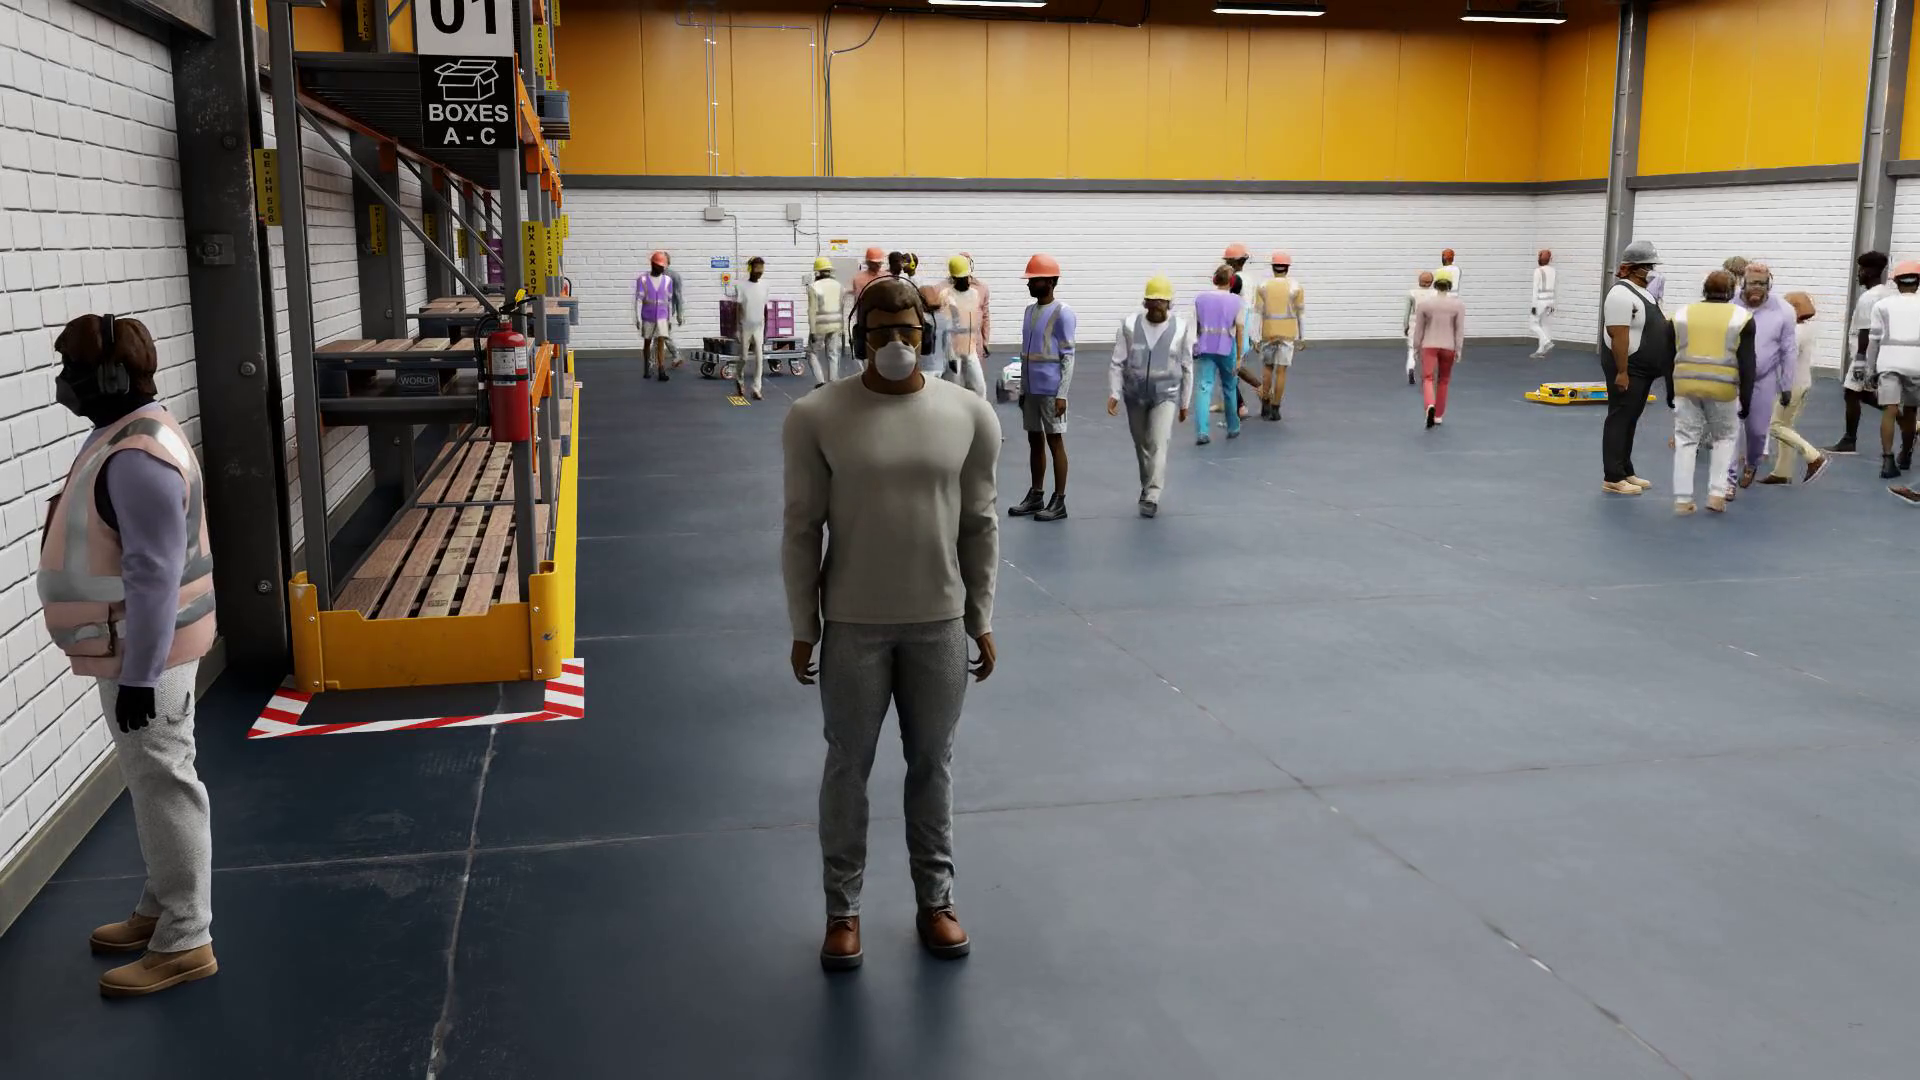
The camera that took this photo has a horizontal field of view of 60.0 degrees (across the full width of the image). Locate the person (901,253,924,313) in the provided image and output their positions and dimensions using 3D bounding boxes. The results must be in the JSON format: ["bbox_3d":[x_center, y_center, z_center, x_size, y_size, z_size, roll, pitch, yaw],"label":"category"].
[{"bbox_3d":[-0.659,-3.000,22.835,0.315,1.860,0.508,-2,10,-13],"label":"person"}]

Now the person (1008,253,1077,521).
[{"bbox_3d":[0.601,-1.108,12.130,0.358,1.938,0.542,-7,13,-35],"label":"person"}]

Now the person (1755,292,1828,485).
[{"bbox_3d":[6.903,-1.230,13.701,0.483,1.618,0.506,9,14,41],"label":"person"}]

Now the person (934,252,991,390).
[{"bbox_3d":[0.029,-2.126,17.858,0.651,1.907,0.409,-3,11,-18],"label":"person"}]

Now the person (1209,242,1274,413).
[{"bbox_3d":[3.289,-2.444,19.344,0.889,2.016,0.612,7,13,35],"label":"person"}]

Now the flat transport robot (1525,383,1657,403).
[{"bbox_3d":[7.928,-1.858,20.903,1.431,0.197,0.652,-2,10,-12],"label":"flat transport robot"}]

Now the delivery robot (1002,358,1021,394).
[{"bbox_3d":[0.719,-2.053,20.937,0.477,0.478,0.707,0,10,-2],"label":"delivery robot"}]

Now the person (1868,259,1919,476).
[{"bbox_3d":[8.226,-1.500,14.491,0.589,1.870,1.000,7,12,33],"label":"person"}]

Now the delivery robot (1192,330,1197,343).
[{"bbox_3d":[4.180,-3.468,28.782,0.707,0.478,0.477,-3,11,-19],"label":"delivery robot"}]

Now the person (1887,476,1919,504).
[{"bbox_3d":[7.413,-0.997,12.444,0.530,1.587,0.831,-10,14,-44],"label":"person"}]

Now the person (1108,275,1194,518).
[{"bbox_3d":[1.443,-1.092,12.507,0.593,1.785,0.965,3,11,16],"label":"person"}]

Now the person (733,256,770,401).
[{"bbox_3d":[-2.706,-2.726,21.389,0.543,1.834,0.855,-5,11,-26],"label":"person"}]

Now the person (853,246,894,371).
[{"bbox_3d":[-1.073,-2.831,21.607,0.624,1.956,0.709,-5,11,-24],"label":"person"}]

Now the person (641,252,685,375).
[{"bbox_3d":[-4.544,-3.479,25.501,0.705,1.864,1.052,5,11,27],"label":"person"}]

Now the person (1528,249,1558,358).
[{"bbox_3d":[10.079,-4.059,28.665,0.575,1.873,0.478,-6,12,-32],"label":"person"}]

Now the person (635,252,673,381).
[{"bbox_3d":[-4.463,-3.264,24.301,0.564,1.867,1.044,-3,11,-18],"label":"person"}]

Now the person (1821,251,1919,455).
[{"bbox_3d":[8.668,-1.746,15.680,0.745,1.944,0.607,10,14,43],"label":"person"}]

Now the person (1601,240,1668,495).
[{"bbox_3d":[5.476,-1.399,13.456,0.537,2.000,0.682,7,12,33],"label":"person"}]

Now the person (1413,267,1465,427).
[{"bbox_3d":[5.224,-2.098,18.154,0.530,1.737,0.757,2,10,12],"label":"person"}]

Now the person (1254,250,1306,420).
[{"bbox_3d":[3.654,-2.327,18.939,0.556,1.911,0.669,4,11,22],"label":"person"}]

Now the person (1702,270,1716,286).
[{"bbox_3d":[7.675,-1.864,16.892,0.433,1.728,0.505,8,13,38],"label":"person"}]

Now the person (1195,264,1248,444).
[{"bbox_3d":[2.631,-1.877,16.810,0.563,1.789,0.995,5,11,25],"label":"person"}]

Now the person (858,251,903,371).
[{"bbox_3d":[-1.106,-3.170,23.701,0.662,1.887,0.624,3,11,16],"label":"person"}]

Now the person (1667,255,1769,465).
[{"bbox_3d":[7.049,-1.652,15.286,0.646,1.885,0.995,-8,13,-38],"label":"person"}]

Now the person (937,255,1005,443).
[{"bbox_3d":[0.081,-1.848,16.376,0.859,1.877,0.604,9,14,42],"label":"person"}]

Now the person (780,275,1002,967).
[{"bbox_3d":[-0.186,0.234,4.696,0.630,1.940,0.372,-2,10,-13],"label":"person"}]

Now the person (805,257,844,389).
[{"bbox_3d":[-1.760,-2.747,21.544,0.591,1.818,0.424,-8,13,-39],"label":"person"}]

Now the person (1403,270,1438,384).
[{"bbox_3d":[6.485,-2.976,23.389,0.521,1.619,0.700,5,11,24],"label":"person"}]

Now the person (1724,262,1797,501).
[{"bbox_3d":[6.263,-1.270,13.224,0.665,1.876,0.809,4,11,23],"label":"person"}]

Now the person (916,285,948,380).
[{"bbox_3d":[-0.254,-1.604,15.778,0.640,1.611,0.509,7,12,34],"label":"person"}]

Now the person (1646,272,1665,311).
[{"bbox_3d":[9.776,-3.215,23.851,0.585,1.921,0.383,2,10,8],"label":"person"}]

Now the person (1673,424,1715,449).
[{"bbox_3d":[7.289,-1.713,16.172,0.545,1.682,0.404,-7,12,-33],"label":"person"}]

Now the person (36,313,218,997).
[{"bbox_3d":[-2.264,0.308,4.553,0.429,1.844,0.625,-6,12,-29],"label":"person"}]

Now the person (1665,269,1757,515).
[{"bbox_3d":[5.556,-1.086,12.344,0.664,1.821,0.535,8,13,36],"label":"person"}]

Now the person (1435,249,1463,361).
[{"bbox_3d":[8.215,-3.963,28.101,0.576,1.883,0.355,-5,11,-27],"label":"person"}]

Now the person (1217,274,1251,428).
[{"bbox_3d":[2.952,-2.048,18.057,0.367,1.684,0.536,5,11,25],"label":"person"}]
